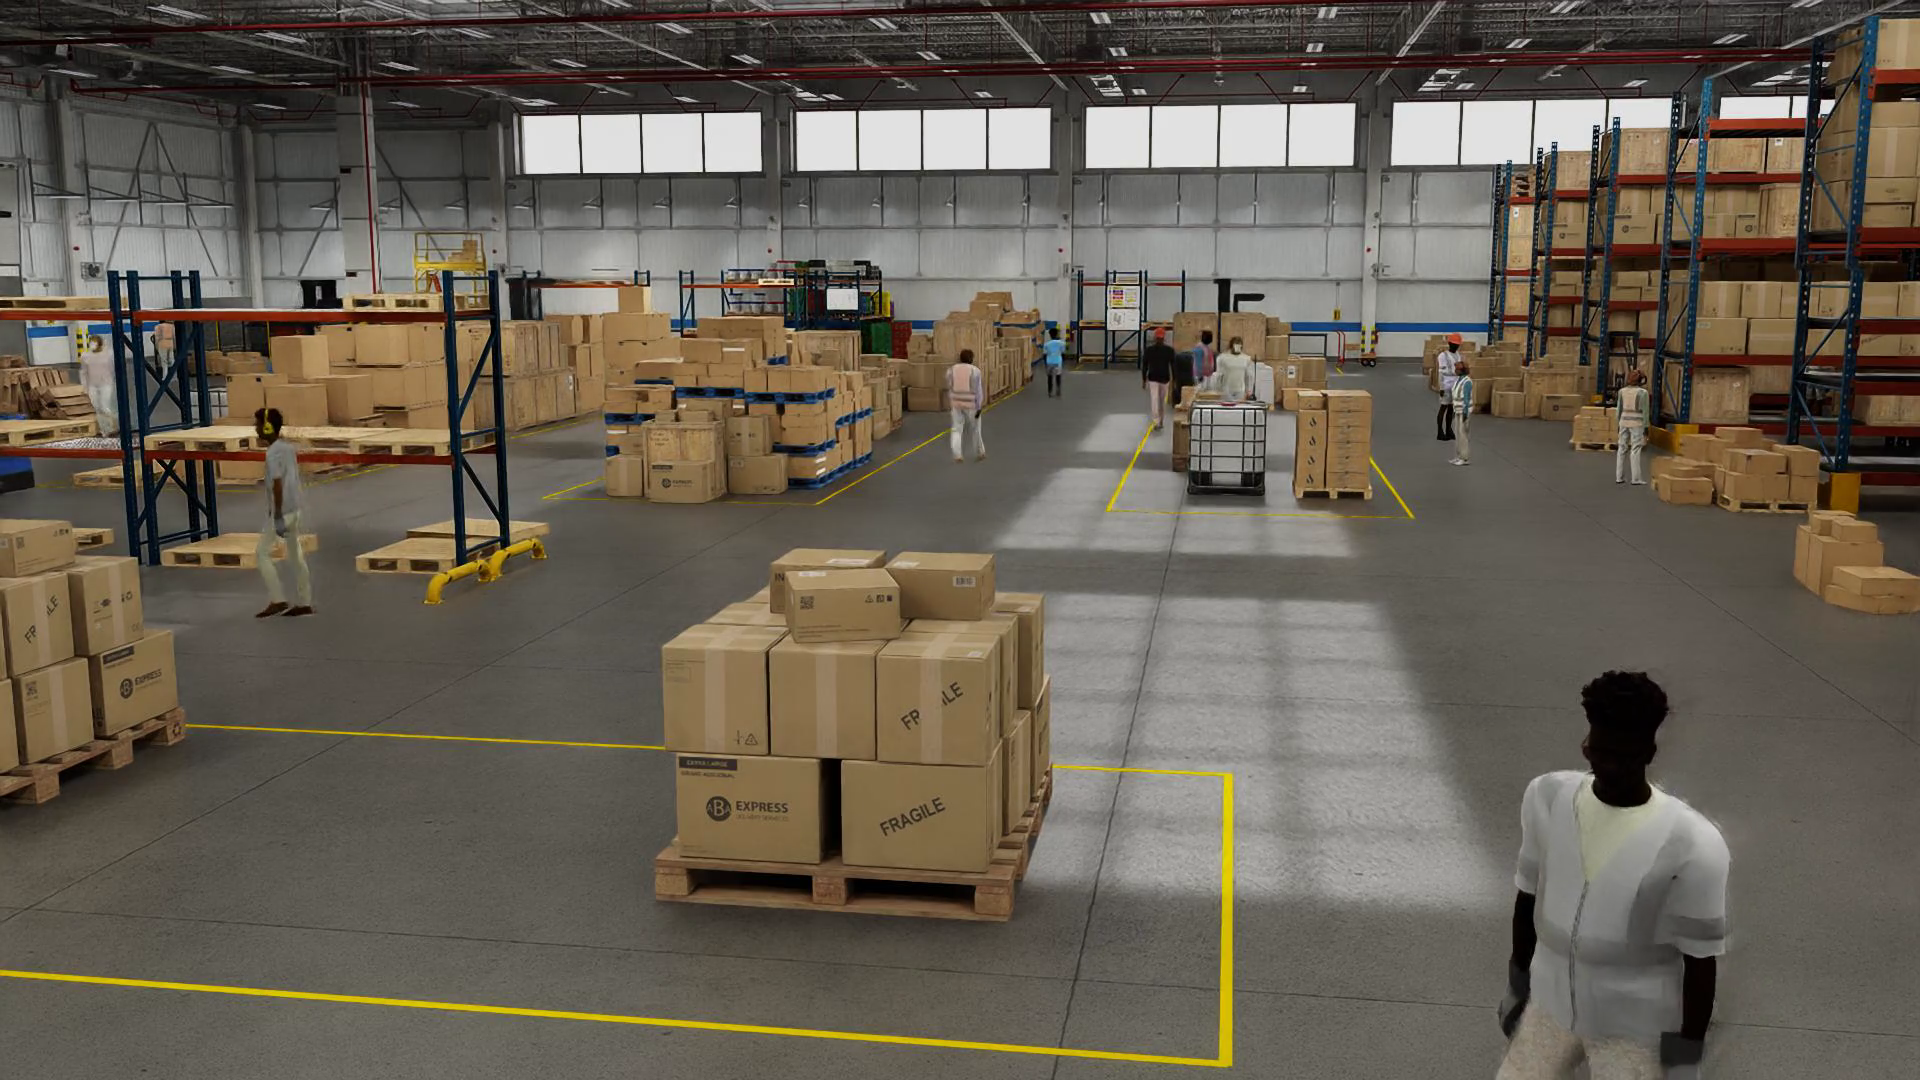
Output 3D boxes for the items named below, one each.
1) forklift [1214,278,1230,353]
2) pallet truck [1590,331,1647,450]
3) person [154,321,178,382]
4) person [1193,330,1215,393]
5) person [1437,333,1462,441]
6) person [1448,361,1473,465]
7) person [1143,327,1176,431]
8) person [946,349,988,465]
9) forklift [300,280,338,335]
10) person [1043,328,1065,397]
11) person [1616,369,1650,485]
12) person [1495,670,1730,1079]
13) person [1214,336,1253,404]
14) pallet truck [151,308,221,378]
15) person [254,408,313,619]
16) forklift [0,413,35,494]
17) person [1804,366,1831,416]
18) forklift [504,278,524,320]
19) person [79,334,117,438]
[{"bbox_3d":[6.844,-5.427,43.385,1.873,2.768,1.129,1,9,9],"label":"forklift"},{"bbox_3d":[11.253,-2.573,28.499,0.823,1.965,1.885,5,10,27],"label":"pallet truck"},{"bbox_3d":[-21.661,-5.262,45.330,0.399,1.919,0.588,6,11,33],"label":"person"},{"bbox_3d":[4.991,-3.382,34.032,0.439,1.831,0.642,5,11,30],"label":"person"},{"bbox_3d":[8.782,-2.738,29.733,0.543,1.927,0.375,-6,11,-34],"label":"person"},{"bbox_3d":[7.846,-1.983,25.996,0.313,1.631,0.525,0,9,-3],"label":"person"},{"bbox_3d":[3.791,-3.073,31.682,0.634,1.973,0.870,0,9,0],"label":"person"},{"bbox_3d":[0.122,-2.107,26.240,0.627,1.799,0.932,4,10,21],"label":"person"},{"bbox_3d":[-13.784,-4.216,35.916,1.873,2.768,1.129,1,9,9],"label":"forklift"},{"bbox_3d":[2.237,-4.219,39.596,0.543,1.681,0.594,0,9,0],"label":"person"},{"bbox_3d":[9.533,-1.595,23.577,0.307,1.637,0.511,-6,11,-32],"label":"person"},{"bbox_3d":[1.793,1.311,4.657,0.405,1.954,0.642,-8,12,-40],"label":"person"},{"bbox_3d":[4.703,-2.517,28.377,0.664,1.920,0.633,-2,9,-11],"label":"person"},{"bbox_3d":[-21.869,-5.598,47.154,0.823,1.965,1.885,4,10,26],"label":"pallet truck"},{"bbox_3d":[-5.968,-0.227,14.497,0.601,1.843,0.498,0,9,2],"label":"person"},{"bbox_3d":[-13.639,-1.996,22.222,1.873,2.768,1.129,1,9,9],"label":"forklift"},{"bbox_3d":[15.996,-2.945,30.980,0.357,1.938,0.542,-3,10,-17],"label":"person"},{"bbox_3d":[-11.968,-5.673,44.904,1.873,2.768,1.129,-3,10,-19],"label":"forklift"},{"bbox_3d":[-15.116,-2.646,29.186,0.626,1.919,0.597,0,9,2],"label":"person"}]
